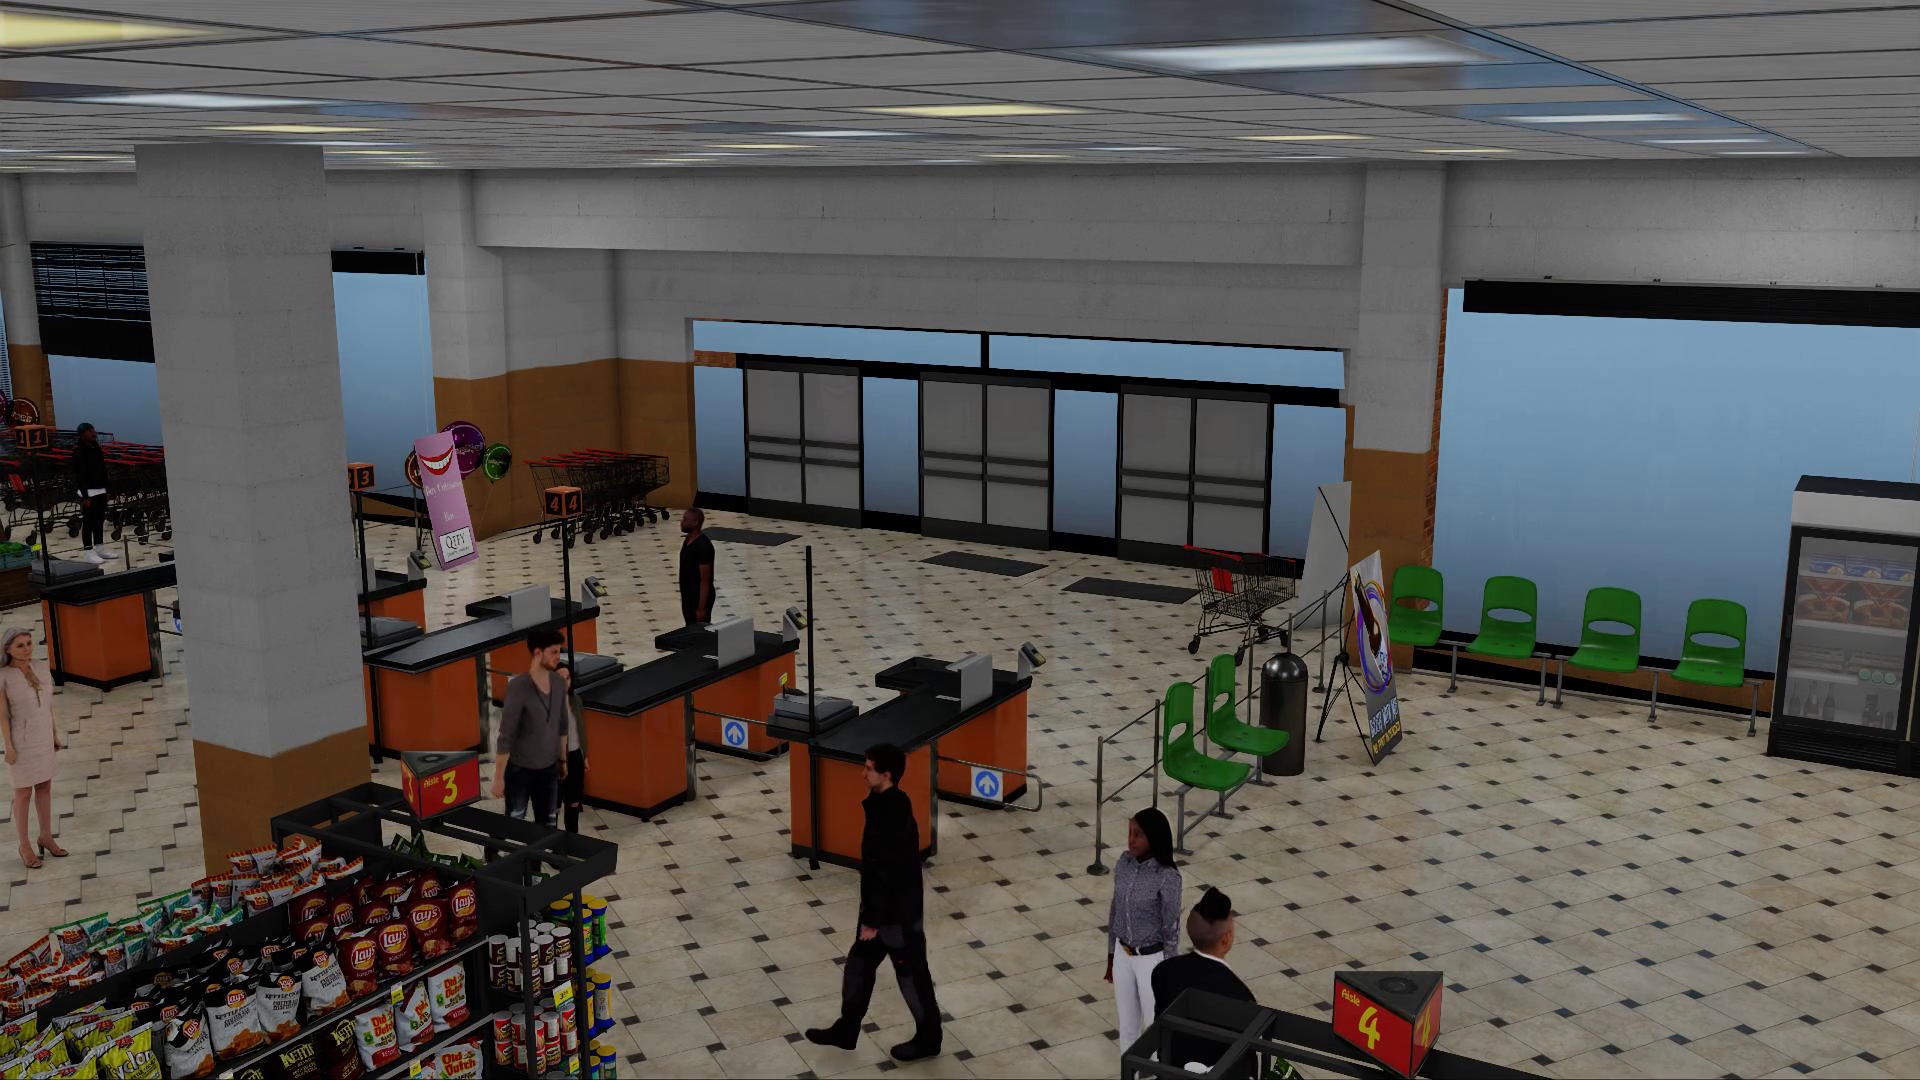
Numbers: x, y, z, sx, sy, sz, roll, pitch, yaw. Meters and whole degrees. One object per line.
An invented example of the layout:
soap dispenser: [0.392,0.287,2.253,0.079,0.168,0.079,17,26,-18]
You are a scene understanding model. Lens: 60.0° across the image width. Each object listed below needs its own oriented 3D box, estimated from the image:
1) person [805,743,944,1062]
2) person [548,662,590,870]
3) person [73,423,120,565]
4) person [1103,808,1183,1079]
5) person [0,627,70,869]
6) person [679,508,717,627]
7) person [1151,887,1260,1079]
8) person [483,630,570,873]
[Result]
person: [-0.276,1.998,9.073,1.130,1.809,1.077,-3,12,-15]
person: [-2.833,1.583,11.851,0.662,1.476,0.488,9,15,37]
person: [-11.225,-0.623,21.498,0.811,1.818,0.669,1,12,7]
person: [0.936,2.174,8.442,0.634,1.724,0.664,-9,15,-36]
person: [-6.622,1.455,11.827,0.688,1.736,0.527,5,13,21]
person: [-2.481,0.583,15.767,0.763,1.819,0.753,-6,13,-26]
person: [0.945,2.383,6.916,0.789,1.943,0.805,-10,16,-41]
person: [-2.950,1.522,11.207,0.884,1.860,0.953,9,15,37]
